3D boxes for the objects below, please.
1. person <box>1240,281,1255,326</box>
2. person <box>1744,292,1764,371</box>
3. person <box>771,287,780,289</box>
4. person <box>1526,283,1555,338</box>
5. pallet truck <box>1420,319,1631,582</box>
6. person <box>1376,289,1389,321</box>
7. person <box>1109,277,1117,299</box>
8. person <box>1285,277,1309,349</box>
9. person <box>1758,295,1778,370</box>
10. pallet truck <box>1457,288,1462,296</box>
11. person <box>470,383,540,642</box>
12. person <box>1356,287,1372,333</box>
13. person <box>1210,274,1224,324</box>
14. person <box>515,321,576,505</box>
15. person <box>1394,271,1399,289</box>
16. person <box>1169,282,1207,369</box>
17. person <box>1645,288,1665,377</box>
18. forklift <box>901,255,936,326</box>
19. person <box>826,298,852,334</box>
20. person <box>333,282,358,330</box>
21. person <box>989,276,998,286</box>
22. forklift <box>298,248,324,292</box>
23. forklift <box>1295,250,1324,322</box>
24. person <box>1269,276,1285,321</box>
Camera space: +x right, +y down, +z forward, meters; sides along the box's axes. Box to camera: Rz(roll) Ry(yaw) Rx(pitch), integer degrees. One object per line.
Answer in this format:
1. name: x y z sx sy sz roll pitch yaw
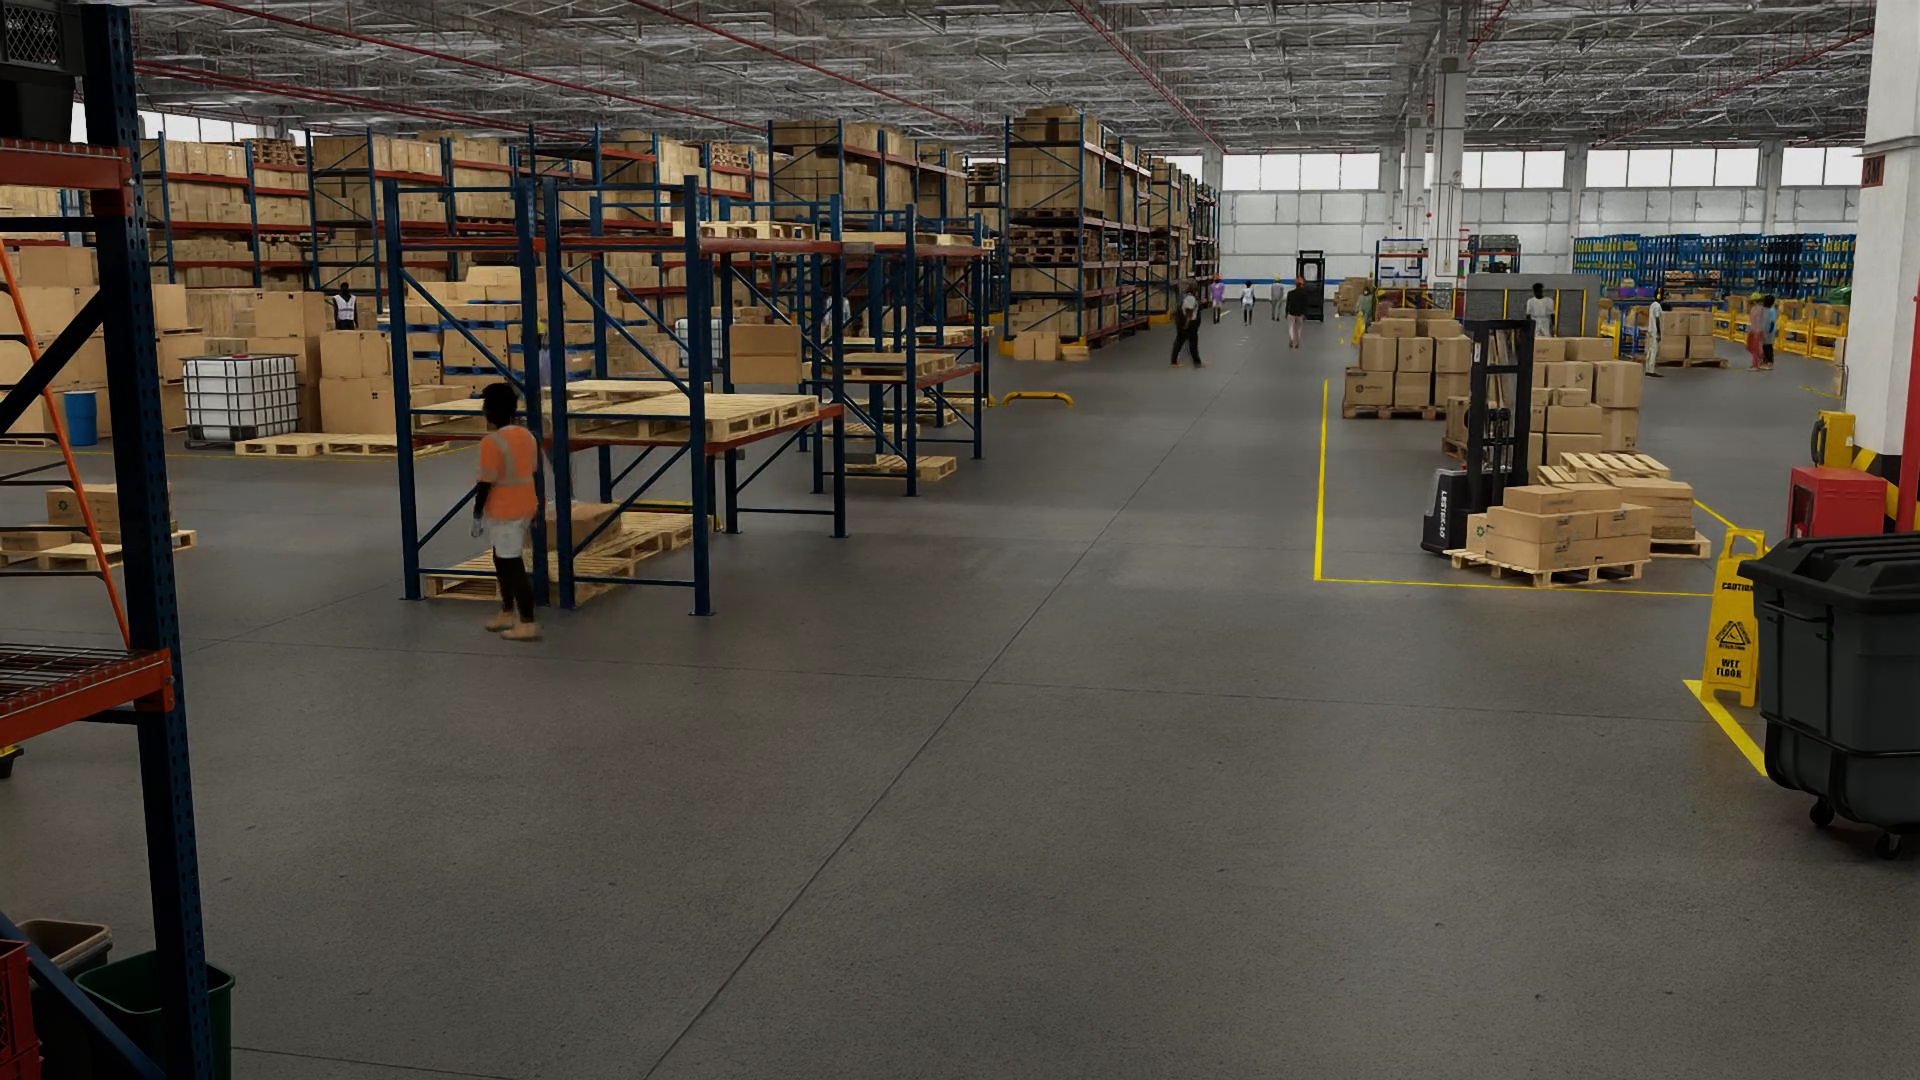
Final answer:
1. person: 10.749 -8.844 62.161 0.549 1.663 0.783 1 10 8
2. person: 17.639 -4.618 36.874 0.414 1.752 0.535 0 10 1
3. person: -6.808 -8.801 61.435 0.630 1.828 0.640 1 10 7
4. person: 13.300 -4.920 38.111 0.646 1.940 0.464 5 11 28
5. pallet truck: 4.543 -0.757 13.299 0.823 1.965 1.885 -4 10 -22
6. person: 10.667 -5.440 41.820 0.534 1.731 0.842 -9 13 -41
7. person: 8.147 -13.407 88.731 0.660 1.816 0.788 1 10 6
8. person: 9.361 -6.293 46.150 0.635 1.973 0.433 3 10 16
9. person: 18.039 -4.626 37.130 0.320 1.692 0.537 1 10 4
10. pallet truck: 20.506 -9.785 68.819 0.653 1.274 1.630 2 10 12
11. person: -3.002 -0.176 10.774 0.594 1.674 0.557 3 10 15
12. person: 13.129 -7.411 53.894 0.505 1.587 0.874 6 11 30
13. person: 9.856 -9.242 63.777 0.544 1.918 0.774 1 10 9
14. person: -4.285 -1.255 16.581 0.958 1.876 0.616 1 10 6
15. person: 21.537 -12.321 82.056 0.948 1.919 0.612 9 13 44
16. person: 5.180 -4.898 37.695 0.987 2.000 0.698 -3 10 -18
17. person: 14.661 -4.358 35.004 0.324 1.871 0.526 1 10 7
18. forklift: -1.111 -5.886 41.060 1.129 2.768 1.873 2 10 12
19. person: -2.977 -5.319 40.820 0.600 1.832 1.001 2 10 12
20. person: -15.209 -5.421 41.187 0.592 1.911 0.385 -9 13 -43
21. person: 1.909 -14.350 94.149 0.609 1.874 0.924 -6 11 -30
22. forklift: -20.221 -7.786 52.314 1.129 2.768 1.873 -9 13 -42
23. forklift: 13.778 -10.002 65.433 1.129 2.768 1.873 2 10 12
24. person: 12.746 -9.691 66.854 0.597 1.787 0.922 2 10 11
